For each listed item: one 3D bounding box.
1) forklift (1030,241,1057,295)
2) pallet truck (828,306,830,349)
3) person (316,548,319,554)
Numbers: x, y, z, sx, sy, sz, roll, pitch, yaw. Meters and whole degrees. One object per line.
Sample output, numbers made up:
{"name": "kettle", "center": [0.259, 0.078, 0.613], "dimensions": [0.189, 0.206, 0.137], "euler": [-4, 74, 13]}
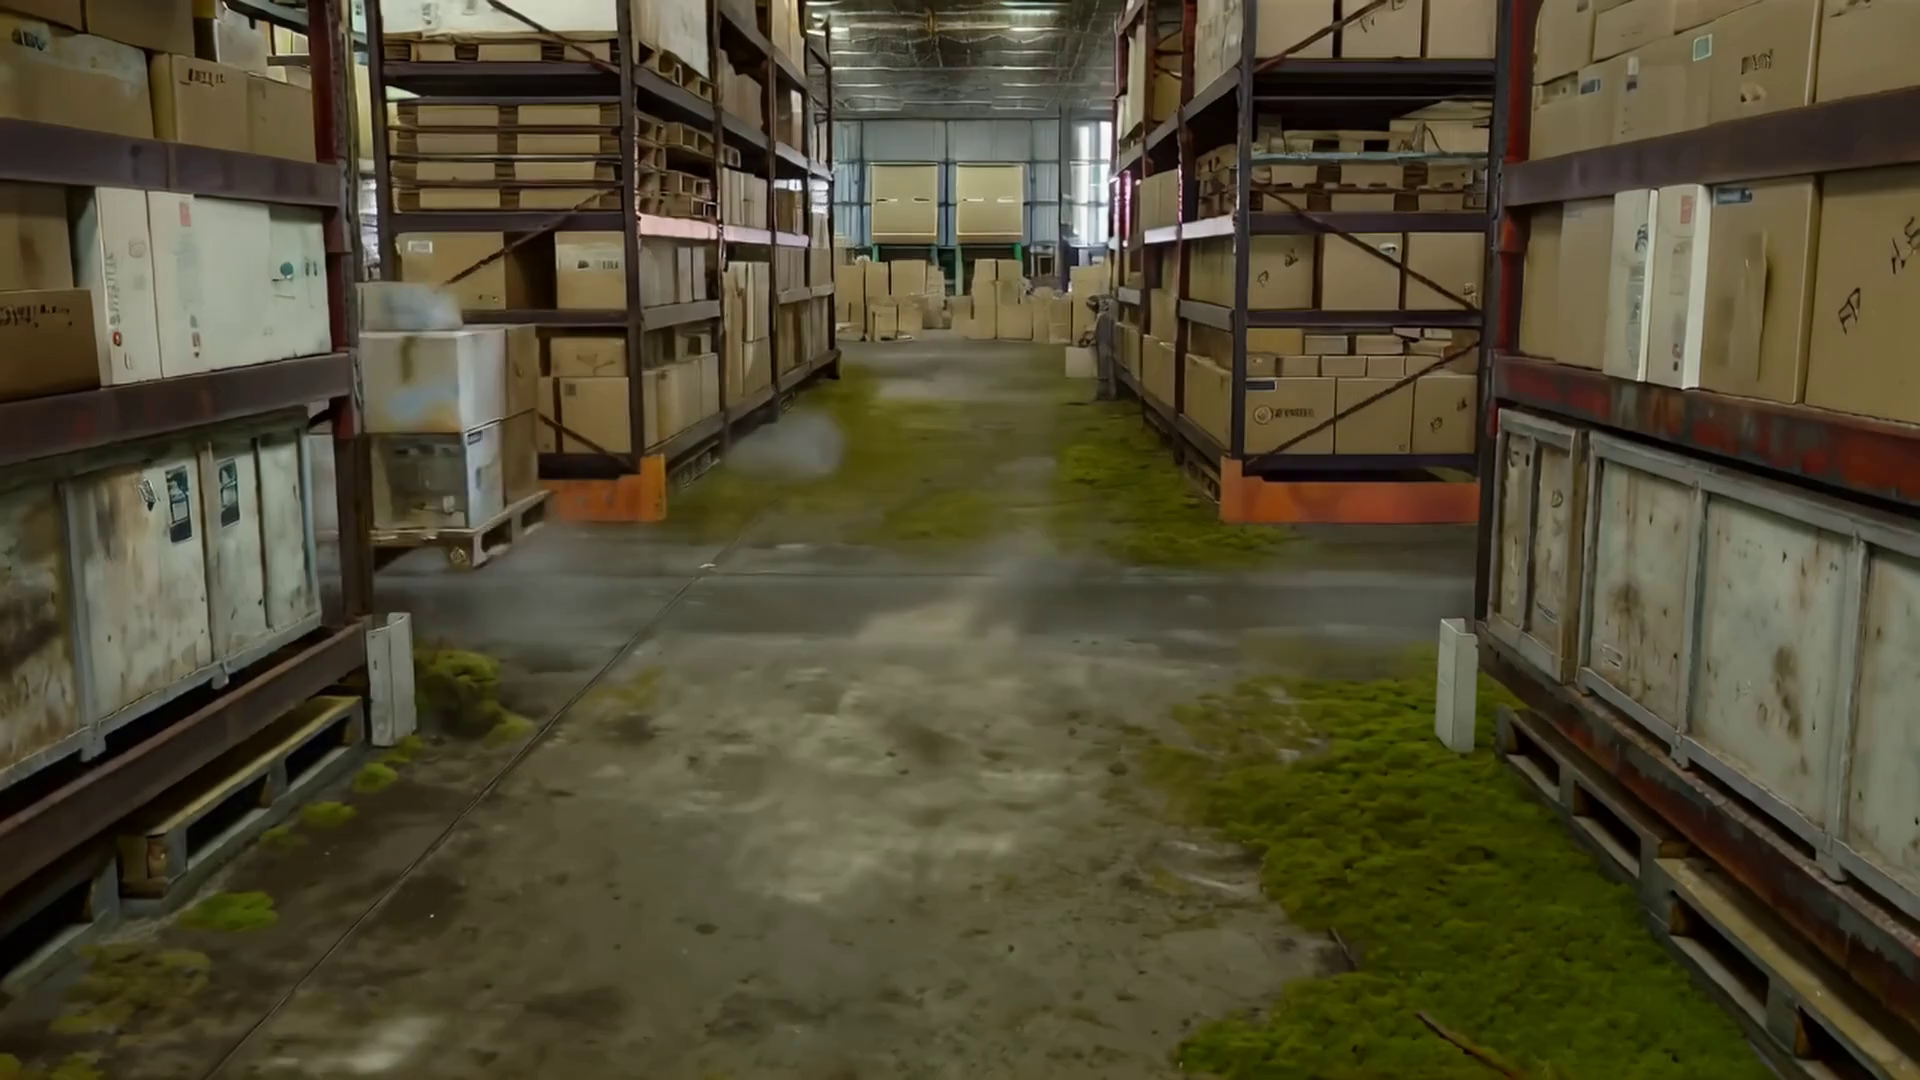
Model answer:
{"name": "forklift", "center": [3.230, -10.143, 64.321], "dimensions": [1.129, 2.768, 1.873], "euler": [0, 9, 1]}
{"name": "pallet truck", "center": [-3.100, -3.940, 29.800], "dimensions": [1.885, 1.965, 0.823], "euler": [3, 10, 19]}
{"name": "person", "center": [-4.695, -0.715, 11.386], "dimensions": [0.539, 1.696, 0.317], "euler": [3, 10, 18]}
